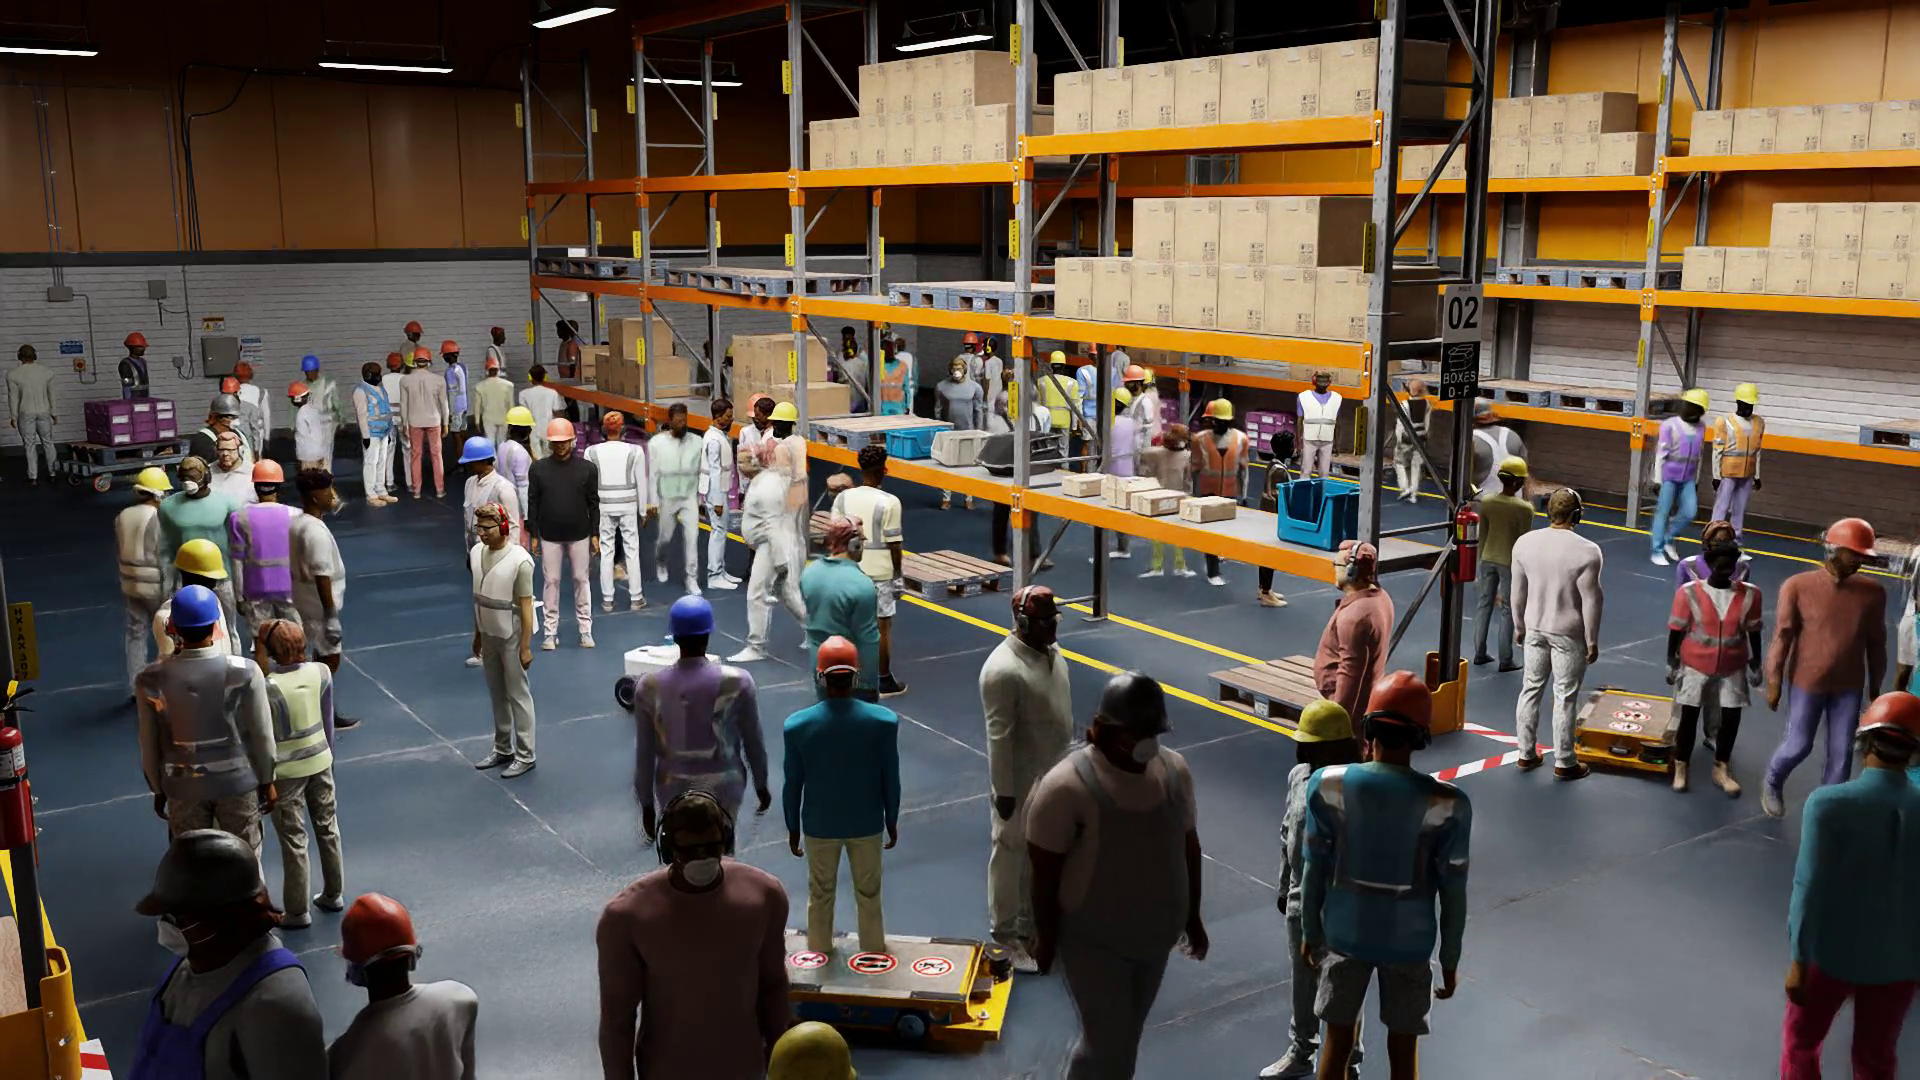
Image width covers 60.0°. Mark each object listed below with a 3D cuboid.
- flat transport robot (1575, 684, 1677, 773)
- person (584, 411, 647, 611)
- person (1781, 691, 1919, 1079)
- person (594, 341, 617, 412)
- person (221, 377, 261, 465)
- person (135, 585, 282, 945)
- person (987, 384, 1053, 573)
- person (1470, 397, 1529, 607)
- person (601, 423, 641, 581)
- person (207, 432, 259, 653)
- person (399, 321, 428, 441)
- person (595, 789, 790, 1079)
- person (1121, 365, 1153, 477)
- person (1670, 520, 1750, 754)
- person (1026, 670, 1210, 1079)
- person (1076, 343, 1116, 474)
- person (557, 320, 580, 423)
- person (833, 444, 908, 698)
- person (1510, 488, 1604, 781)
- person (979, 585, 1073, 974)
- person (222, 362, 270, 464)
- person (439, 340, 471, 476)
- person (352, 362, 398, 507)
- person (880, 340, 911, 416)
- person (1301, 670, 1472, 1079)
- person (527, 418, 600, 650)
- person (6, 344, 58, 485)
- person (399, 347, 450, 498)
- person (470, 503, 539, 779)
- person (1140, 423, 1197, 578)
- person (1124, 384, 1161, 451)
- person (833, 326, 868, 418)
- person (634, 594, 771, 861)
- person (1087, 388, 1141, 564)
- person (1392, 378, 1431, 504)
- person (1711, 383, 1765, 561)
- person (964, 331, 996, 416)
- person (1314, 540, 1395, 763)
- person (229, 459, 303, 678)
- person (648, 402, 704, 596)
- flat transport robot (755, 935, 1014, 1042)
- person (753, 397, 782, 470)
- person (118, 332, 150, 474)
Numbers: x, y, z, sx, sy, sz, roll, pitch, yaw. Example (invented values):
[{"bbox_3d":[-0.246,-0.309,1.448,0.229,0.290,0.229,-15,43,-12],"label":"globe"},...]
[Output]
[{"bbox_3d":[4.730,1.307,11.705,0.652,0.197,1.431,6,13,29],"label":"flat transport robot"},{"bbox_3d":[-3.222,-0.267,15.625,0.576,1.881,0.352,-1,11,-4],"label":"person"},{"bbox_3d":[3.387,1.542,6.205,0.647,1.942,0.598,1,11,4],"label":"person"},{"bbox_3d":[-5.687,-2.350,26.762,0.533,1.697,0.319,-3,11,-13],"label":"person"},{"bbox_3d":[-8.862,-1.127,20.395,0.557,1.743,0.364,-1,11,-5],"label":"person"},{"bbox_3d":[-3.632,1.174,8.075,0.605,1.951,0.380,-3,11,-13],"label":"person"},{"bbox_3d":[0.617,-0.681,17.337,0.703,2.000,0.993,-6,13,-30],"label":"person"},{"bbox_3d":[5.059,-0.424,16.020,0.712,2.000,0.903,-3,12,-17],"label":"person"},{"bbox_3d":[-3.496,-0.416,16.885,0.394,1.684,0.553,1,11,5],"label":"person"},{"bbox_3d":[-6.148,0.025,14.102,0.646,1.901,0.400,-1,11,-5],"label":"person"},{"bbox_3d":[-8.927,-2.582,27.212,0.415,1.986,0.621,1,11,7],"label":"person"},{"bbox_3d":[-0.826,1.719,5.313,0.635,1.939,0.362,-6,12,-27],"label":"person"},{"bbox_3d":[2.084,-1.114,19.817,0.375,1.935,0.551,-4,12,-17],"label":"person"},{"bbox_3d":[5.151,0.669,11.460,0.511,1.640,0.308,0,11,-1],"label":"person"},{"bbox_3d":[0.635,1.457,6.398,0.699,2.000,0.542,-8,13,-35],"label":"person"},{"bbox_3d":[1.858,-1.697,22.534,0.610,2.043,0.375,-5,12,-24],"label":"person"},{"bbox_3d":[-6.641,-2.770,28.227,0.366,1.961,0.627,-6,13,-28],"label":"person"},{"bbox_3d":[-0.692,0.238,12.823,0.608,1.965,0.369,7,13,30],"label":"person"},{"bbox_3d":[3.926,0.615,10.968,0.372,1.940,0.627,-10,15,-41],"label":"person"},{"bbox_3d":[0.363,1.160,8.259,0.404,1.911,0.636,7,13,30],"label":"person"},{"bbox_3d":[-9.018,-1.313,20.999,0.592,1.867,0.479,-9,14,-39],"label":"person"},{"bbox_3d":[-7.221,-1.887,23.771,0.356,1.939,0.542,1,11,3],"label":"person"},{"bbox_3d":[-7.489,-1.359,21.321,0.429,1.844,0.627,1,11,7],"label":"person"},{"bbox_3d":[-1.024,-1.991,24.455,0.621,1.882,0.552,-1,11,-6],"label":"person"},{"bbox_3d":[1.591,1.487,6.285,0.607,2.033,0.413,4,12,20],"label":"person"},{"bbox_3d":[-3.386,-0.054,14.247,0.612,1.995,0.376,-2,11,-12],"label":"person"},{"bbox_3d":[-12.797,-1.732,22.978,0.365,1.939,0.636,9,14,39],"label":"person"},{"bbox_3d":[-7.035,-1.540,21.884,0.617,1.986,0.408,-3,12,-17],"label":"person"},{"bbox_3d":[-3.020,0.650,11.058,0.561,1.836,0.394,8,14,37],"label":"person"},{"bbox_3d":[2.119,-0.385,16.929,0.587,1.616,0.299,2,11,9],"label":"person"},{"bbox_3d":[2.378,-1.328,21.690,0.507,1.632,0.268,6,12,26],"label":"person"},{"bbox_3d":[-1.756,-2.416,26.410,0.613,1.963,0.361,5,12,24],"label":"person"},{"bbox_3d":[-1.261,1.214,8.029,0.612,1.903,1.018,2,11,8],"label":"person"},{"bbox_3d":[1.626,-0.681,17.757,0.634,1.882,0.476,-6,12,-28],"label":"person"},{"bbox_3d":[5.818,-1.275,21.445,0.516,1.627,0.371,-3,11,-13],"label":"person"},{"bbox_3d":[8.348,-0.723,17.855,0.586,1.924,0.370,-2,11,-12],"label":"person"},{"bbox_3d":[0.348,-3.216,30.821,0.635,1.842,0.429,6,13,28],"label":"person"},{"bbox_3d":[2.194,0.940,9.387,0.409,1.909,0.641,5,12,26],"label":"person"},{"bbox_3d":[-5.081,0.363,12.312,0.549,1.925,0.394,-5,12,-25],"label":"person"},{"bbox_3d":[-2.802,-0.432,16.435,0.591,1.895,0.837,-5,12,-25],"label":"person"},{"bbox_3d":[-0.491,2.070,7.802,1.431,0.197,0.652,2,11,8],"label":"flat transport robot"},{"bbox_3d":[-1.872,-0.476,16.642,0.409,1.909,0.592,-1,11,-7],"label":"person"},{"bbox_3d":[-11.832,-1.974,23.992,0.418,2.034,0.604,0,11,0],"label":"person"}]
